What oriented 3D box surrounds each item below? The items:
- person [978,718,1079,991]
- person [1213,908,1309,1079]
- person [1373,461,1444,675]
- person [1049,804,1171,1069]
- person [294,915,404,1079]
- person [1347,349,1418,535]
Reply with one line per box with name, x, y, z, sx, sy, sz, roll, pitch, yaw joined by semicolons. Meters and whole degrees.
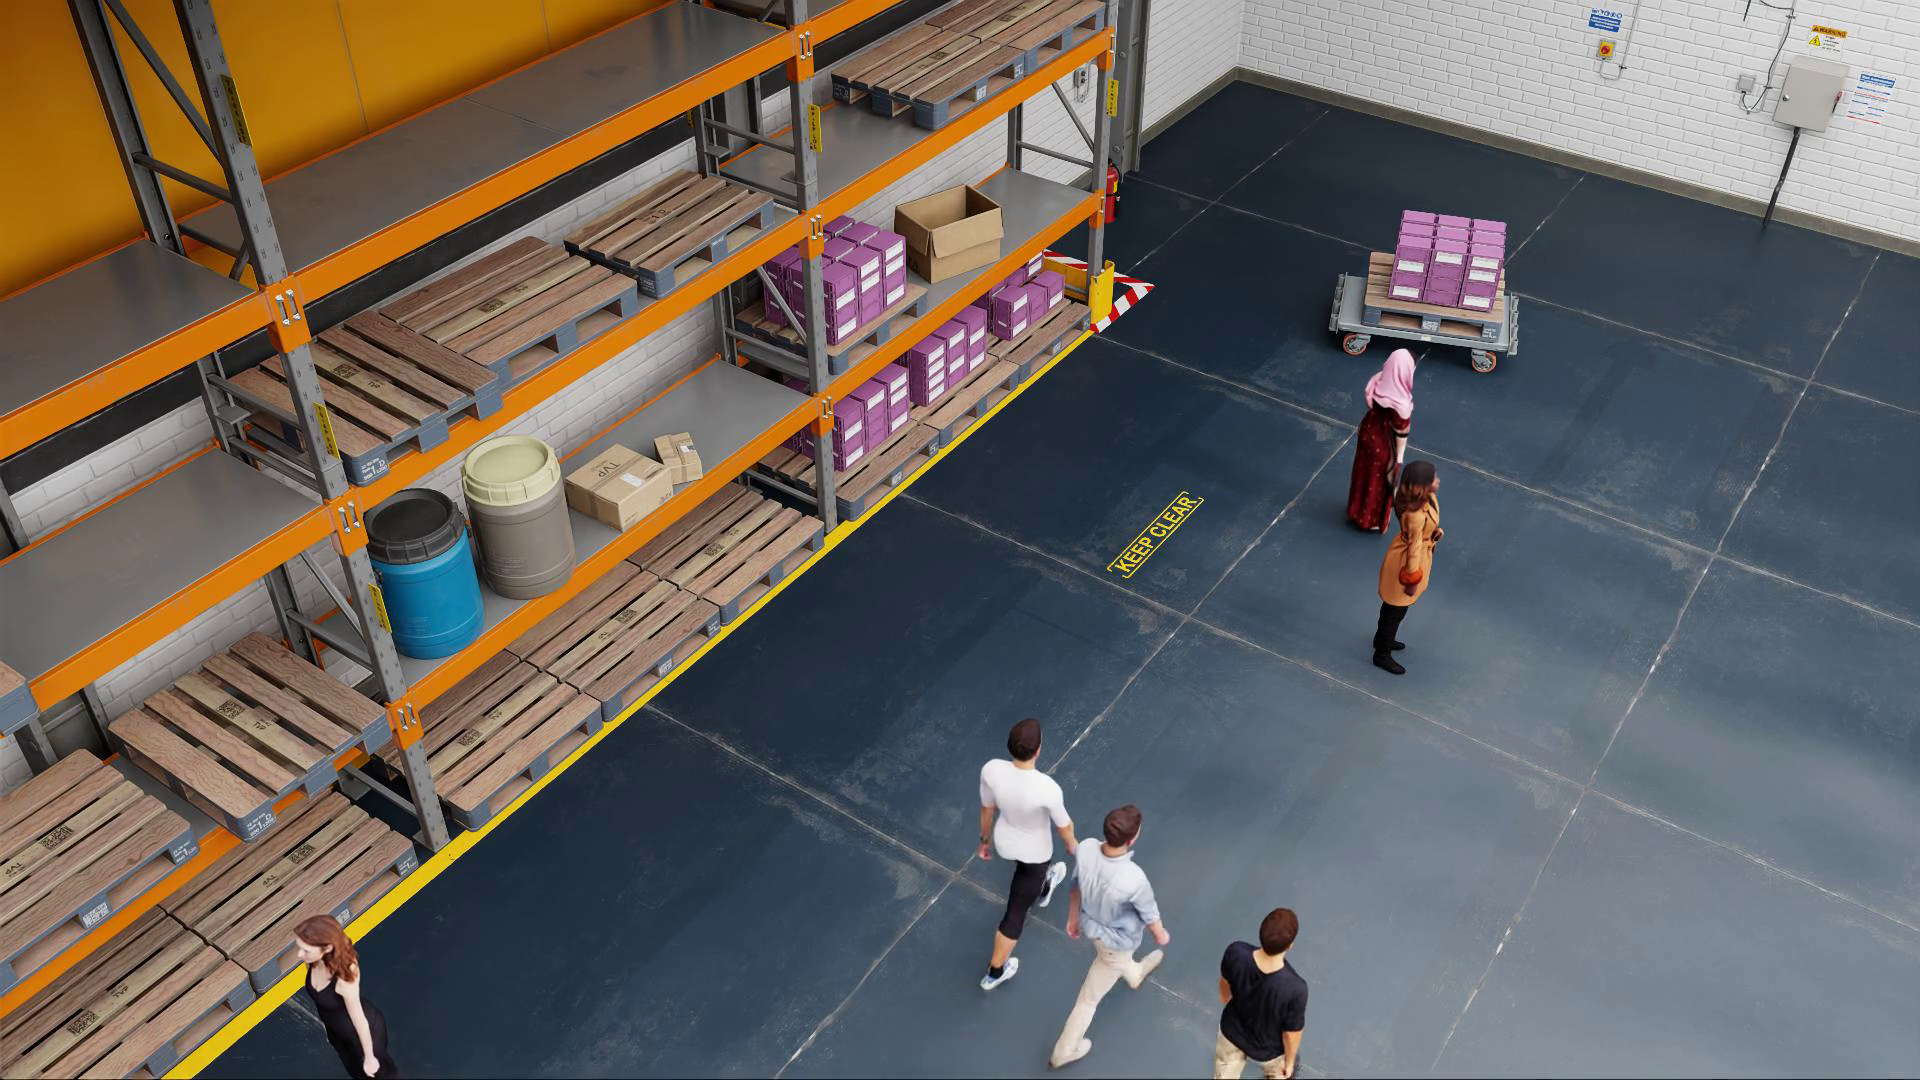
person;0.319;1.799;9.389;0.655;1.806;1.216;23;44;26
person;1.441;2.577;8.401;0.690;1.823;1.059;21;43;24
person;3.086;0.172;11.500;0.819;1.715;0.668;8;39;10
person;0.729;2.177;8.922;1.277;1.797;0.888;-27;46;-30
person;-3.090;2.504;8.556;0.555;1.744;0.497;24;44;27
person;3.227;-0.762;12.736;0.792;1.631;0.770;-13;40;-16
